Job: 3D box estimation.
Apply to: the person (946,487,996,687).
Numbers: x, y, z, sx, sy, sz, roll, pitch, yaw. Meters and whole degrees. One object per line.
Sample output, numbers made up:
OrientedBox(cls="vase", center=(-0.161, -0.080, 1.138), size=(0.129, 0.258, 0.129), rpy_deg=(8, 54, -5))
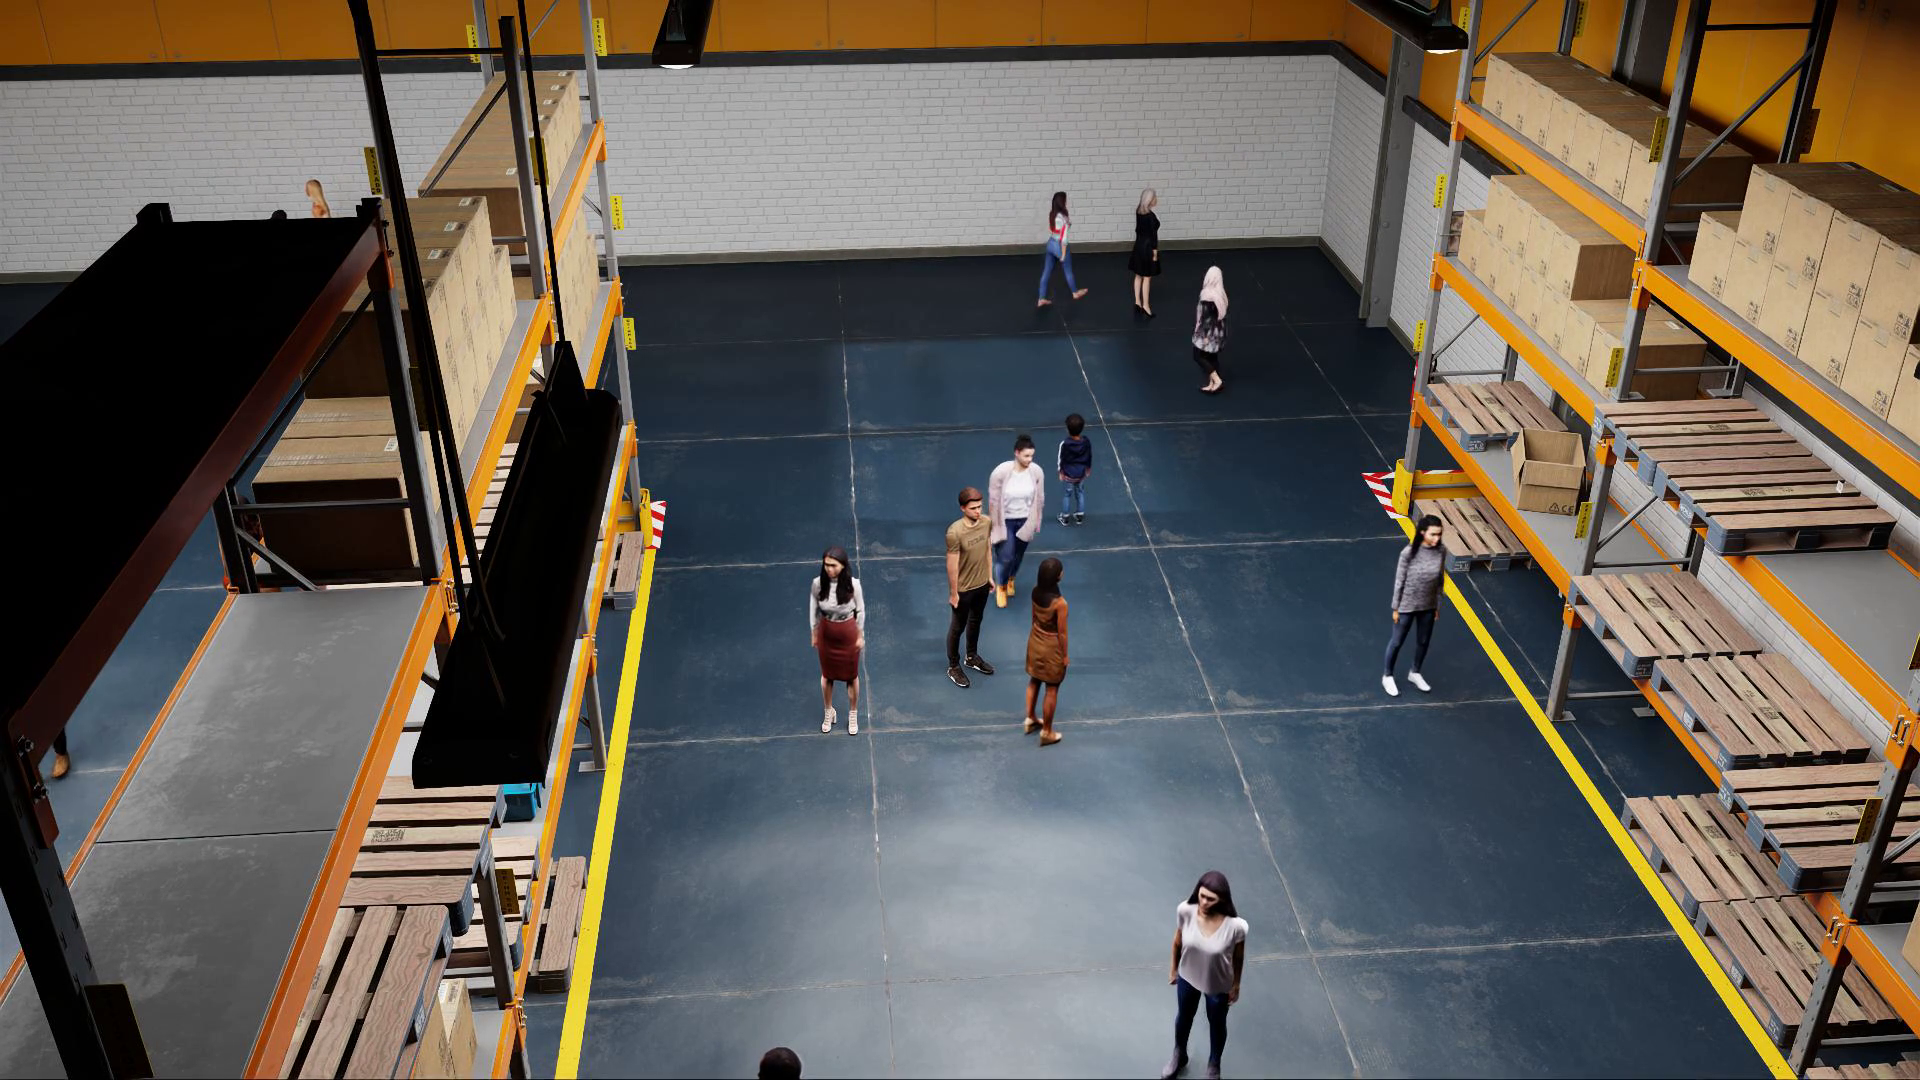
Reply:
OrientedBox(cls="person", center=(0.084, 0.371, 14.492), size=(0.749, 1.851, 0.781), rpy_deg=(-25, 37, -37))

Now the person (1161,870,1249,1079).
OrientedBox(cls="person", center=(1.530, 2.732, 10.337), size=(0.683, 1.684, 0.682), rpy_deg=(11, 31, 20))

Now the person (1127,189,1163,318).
OrientedBox(cls="person", center=(2.502, -3.869, 22.374), size=(0.738, 1.747, 0.623), rpy_deg=(-14, 32, -24))

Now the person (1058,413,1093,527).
OrientedBox(cls="person", center=(1.174, -0.724, 17.160), size=(0.545, 1.219, 0.513), rpy_deg=(-8, 30, -14))

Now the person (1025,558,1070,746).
OrientedBox(cls="person", center=(0.723, 0.904, 13.691), size=(0.699, 1.683, 0.601), rpy_deg=(-19, 34, -31))

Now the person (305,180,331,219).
OrientedBox(cls="person", center=(-8.570, -4.003, 22.567), size=(0.717, 1.797, 0.588), rpy_deg=(-6, 29, -10))

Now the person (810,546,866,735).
OrientedBox(cls="person", center=(-1.006, 0.832, 13.752), size=(0.650, 1.750, 0.587), rpy_deg=(4, 29, 7))

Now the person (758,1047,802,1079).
OrientedBox(cls="person", center=(-0.921, 3.414, 8.973), size=(0.664, 1.794, 0.512), rpy_deg=(-5, 29, -10))

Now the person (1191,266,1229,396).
OrientedBox(cls="person", center=(3.097, -2.477, 19.949), size=(0.866, 1.625, 0.807), rpy_deg=(18, 33, 30))

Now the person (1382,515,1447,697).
OrientedBox(cls="person", center=(3.918, 0.540, 14.312), size=(0.620, 1.727, 0.553), rpy_deg=(-5, 29, -10))

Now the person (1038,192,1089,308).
OrientedBox(cls="person", center=(1.264, -3.933, 22.675), size=(0.996, 1.570, 1.061), rpy_deg=(-19, 34, -31))

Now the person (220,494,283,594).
OrientedBox(cls="person", center=(-6.193, 0.368, 14.635), size=(0.756, 1.720, 0.720), rpy_deg=(-13, 31, -22))

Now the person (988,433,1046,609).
OrientedBox(cls="person", center=(0.497, -0.250, 15.768), size=(0.745, 1.719, 0.751), rpy_deg=(-4, 29, -8))
